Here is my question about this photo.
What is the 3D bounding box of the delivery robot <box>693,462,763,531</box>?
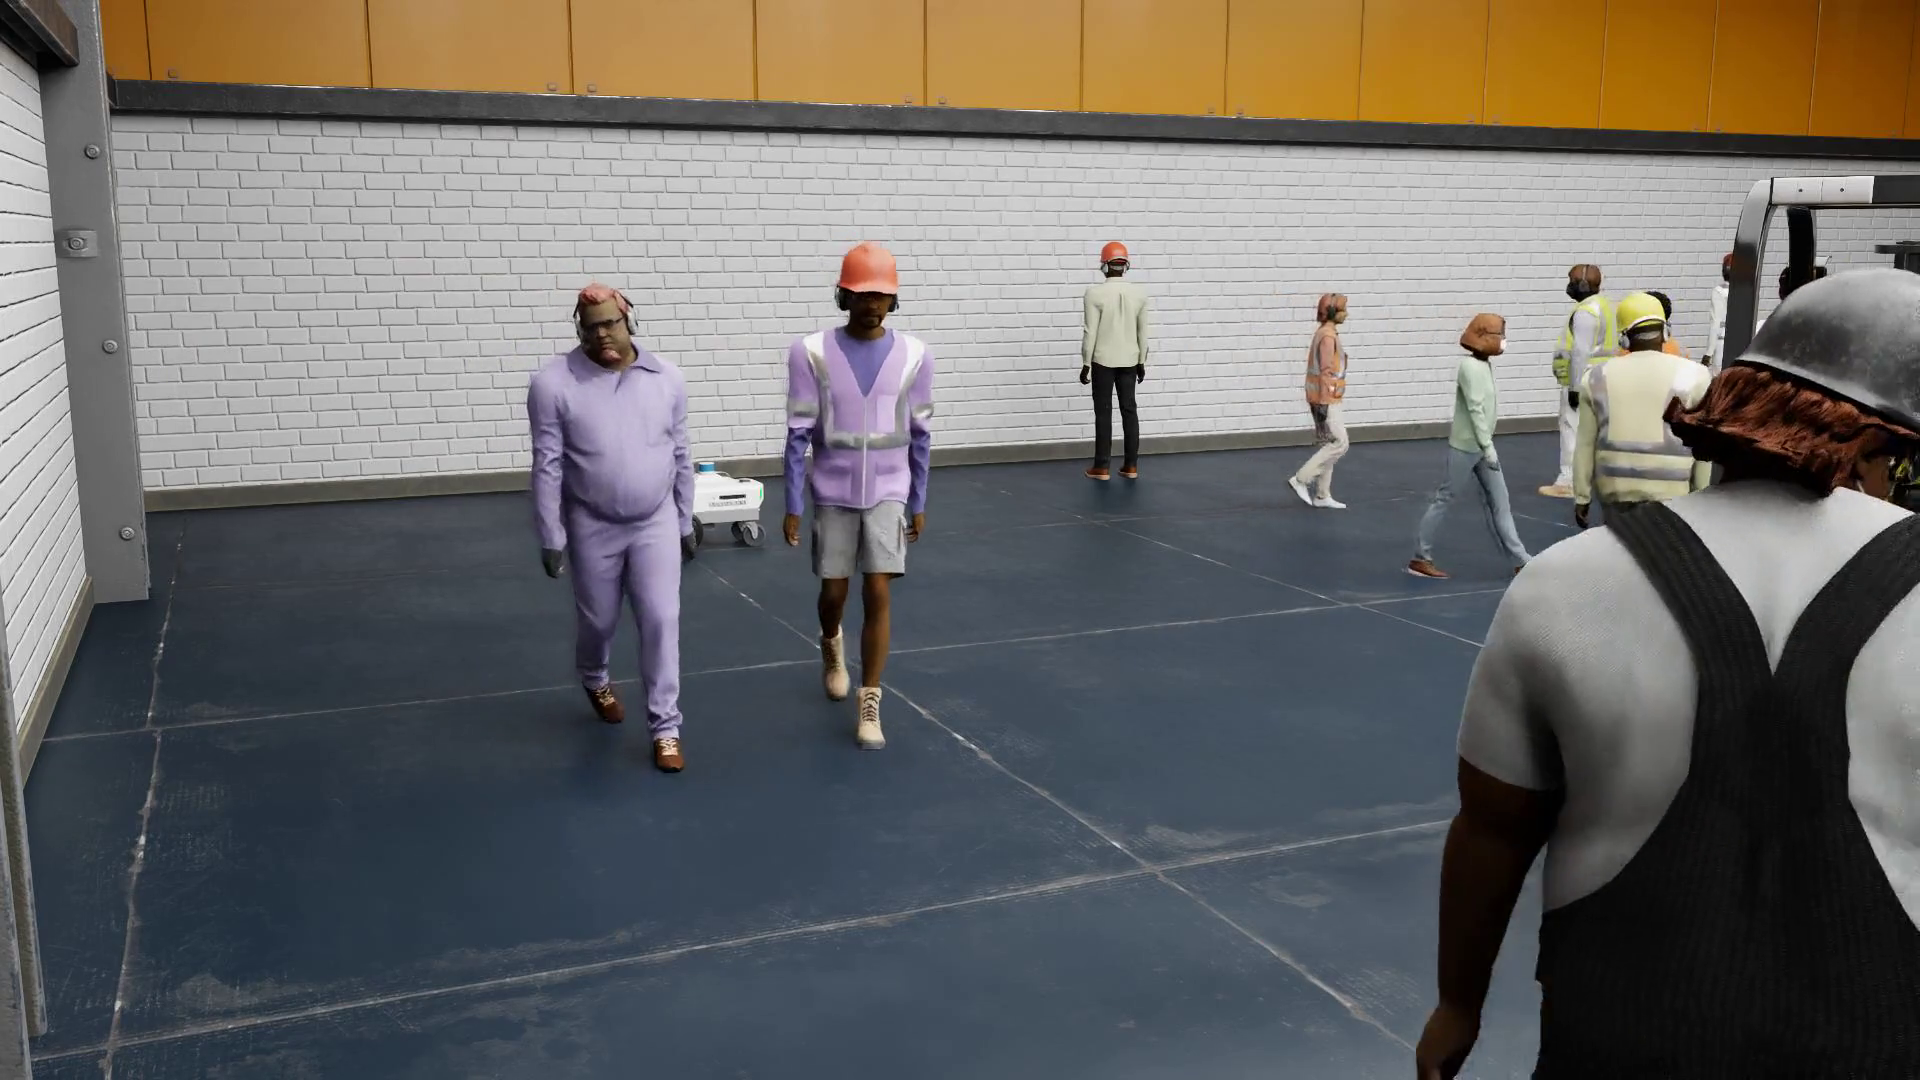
[{"bbox_3d":[-1.660,-0.269,10.924,0.707,0.478,0.477,-5,11,-25],"label":"delivery robot"}]

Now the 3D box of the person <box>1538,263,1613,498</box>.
[{"bbox_3d":[4.851,-1.226,12.932,0.505,1.832,0.645,6,12,30],"label":"person"}]

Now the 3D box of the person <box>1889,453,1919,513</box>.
[{"bbox_3d":[1.733,0.597,3.138,0.525,1.729,0.887,-7,12,-33],"label":"person"}]

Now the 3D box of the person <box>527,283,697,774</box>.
[{"bbox_3d":[-1.367,-0.081,6.554,0.648,1.866,0.913,-5,11,-24],"label":"person"}]

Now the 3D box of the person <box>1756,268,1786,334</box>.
[{"bbox_3d":[4.149,-0.455,8.456,0.590,1.916,0.398,-4,11,-21],"label":"person"}]

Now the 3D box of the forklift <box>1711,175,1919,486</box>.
[{"bbox_3d":[2.810,0.094,4.662,1.214,2.155,2.313,7,12,34],"label":"forklift"}]

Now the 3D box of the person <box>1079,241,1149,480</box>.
[{"bbox_3d":[1.291,-1.506,14.026,0.624,1.992,0.390,-4,11,-23],"label":"person"}]

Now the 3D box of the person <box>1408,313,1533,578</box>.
[{"bbox_3d":[3.075,-0.531,9.782,0.863,1.588,0.505,7,12,33],"label":"person"}]

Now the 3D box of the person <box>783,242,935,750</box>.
[{"bbox_3d":[-0.424,-0.209,6.854,0.641,2.018,0.807,-2,10,-9],"label":"person"}]

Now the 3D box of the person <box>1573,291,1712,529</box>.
[{"bbox_3d":[3.117,-0.241,7.663,0.580,1.789,0.850,8,13,37],"label":"person"}]

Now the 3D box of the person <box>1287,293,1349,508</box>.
[{"bbox_3d":[2.724,-1.025,12.390,0.392,1.625,0.529,1,10,7],"label":"person"}]

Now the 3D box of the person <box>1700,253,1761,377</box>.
[{"bbox_3d":[7.639,-1.892,16.499,0.602,1.878,0.362,-4,11,-19],"label":"person"}]

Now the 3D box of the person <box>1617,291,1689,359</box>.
[{"bbox_3d":[4.302,-0.708,10.453,0.541,1.695,0.316,-4,11,-23],"label":"person"}]
